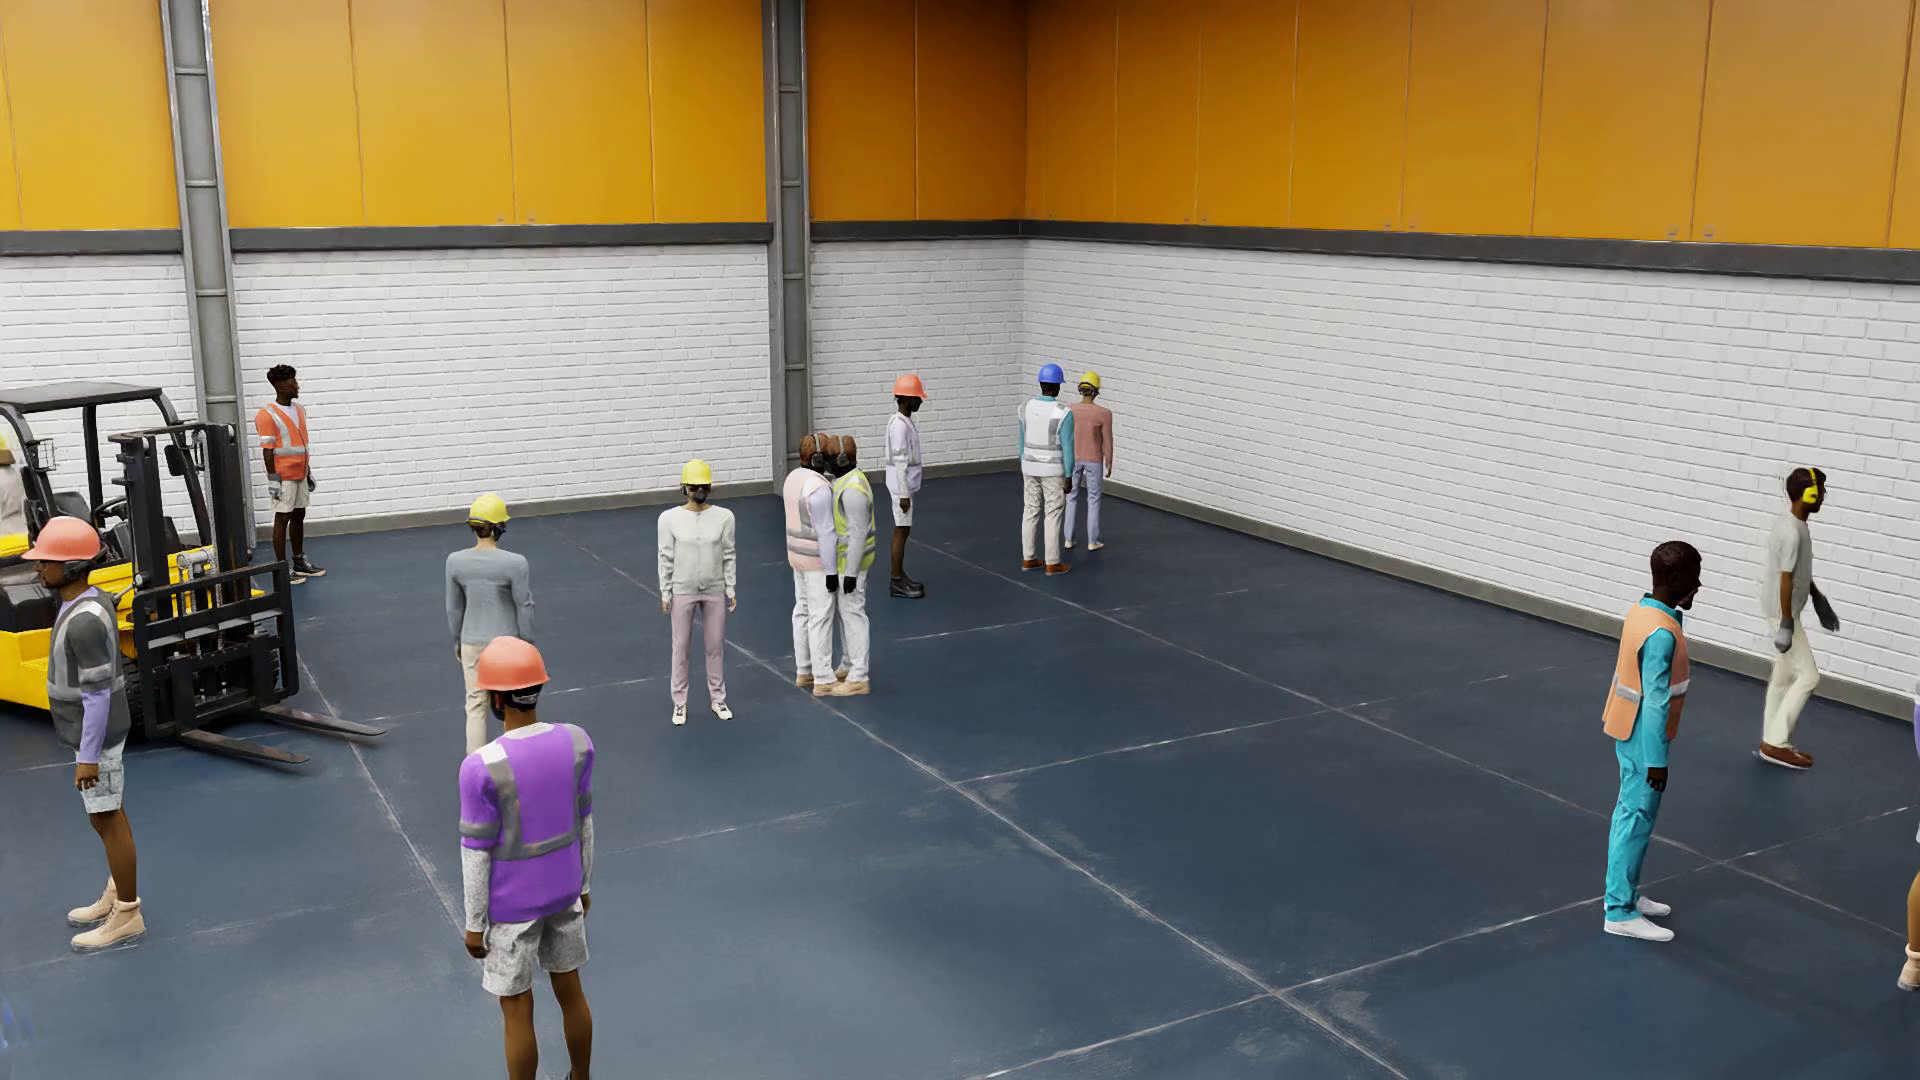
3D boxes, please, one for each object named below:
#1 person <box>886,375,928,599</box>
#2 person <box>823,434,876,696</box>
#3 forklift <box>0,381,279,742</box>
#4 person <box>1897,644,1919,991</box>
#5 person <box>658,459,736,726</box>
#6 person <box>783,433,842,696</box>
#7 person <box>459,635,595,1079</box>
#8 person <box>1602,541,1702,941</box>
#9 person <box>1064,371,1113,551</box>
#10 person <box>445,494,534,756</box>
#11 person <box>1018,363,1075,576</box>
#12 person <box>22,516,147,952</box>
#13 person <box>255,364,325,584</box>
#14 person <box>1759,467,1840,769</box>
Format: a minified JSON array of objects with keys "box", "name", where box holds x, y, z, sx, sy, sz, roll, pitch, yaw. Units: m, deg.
[{"box":[-0.453,-0.466,14.396,0.370,1.933,0.553,0,12,-1],"name":"person"},{"box":[-0.810,0.168,11.648,0.429,1.839,0.634,-2,12,-11],"name":"person"},{"box":[-5.853,0.085,11.199,2.313,2.155,1.214,7,14,28],"name":"forklift"},{"box":[4.368,1.029,7.131,0.370,2.044,0.608,-4,13,-17],"name":"person"},{"box":[-1.731,0.340,11.011,0.524,1.772,0.300,-4,13,-20],"name":"person"},{"box":[-0.991,0.166,11.658,0.429,1.842,0.627,-6,14,-28],"name":"person"},{"box":[-1.601,1.298,6.147,0.388,1.930,0.544,10,16,40],"name":"person"},{"box":[3.253,0.936,7.889,0.397,1.911,0.587,4,13,17],"name":"person"},{"box":[1.237,-0.767,16.237,0.532,1.757,0.336,4,13,17],"name":"person"},{"box":[-2.741,0.604,9.778,0.526,1.768,0.331,2,12,10],"name":"person"},{"box":[0.799,-0.644,15.236,0.601,1.939,0.416,9,15,36],"name":"person"},{"box":[-4.067,0.894,7.755,0.366,2.048,0.606,-6,14,-28],"name":"person"},{"box":[-6.024,-0.600,14.949,0.367,1.966,0.607,2,12,11],"name":"person"},{"box":[5.166,0.477,10.179,0.497,1.854,0.504,4,13,20],"name":"person"}]
